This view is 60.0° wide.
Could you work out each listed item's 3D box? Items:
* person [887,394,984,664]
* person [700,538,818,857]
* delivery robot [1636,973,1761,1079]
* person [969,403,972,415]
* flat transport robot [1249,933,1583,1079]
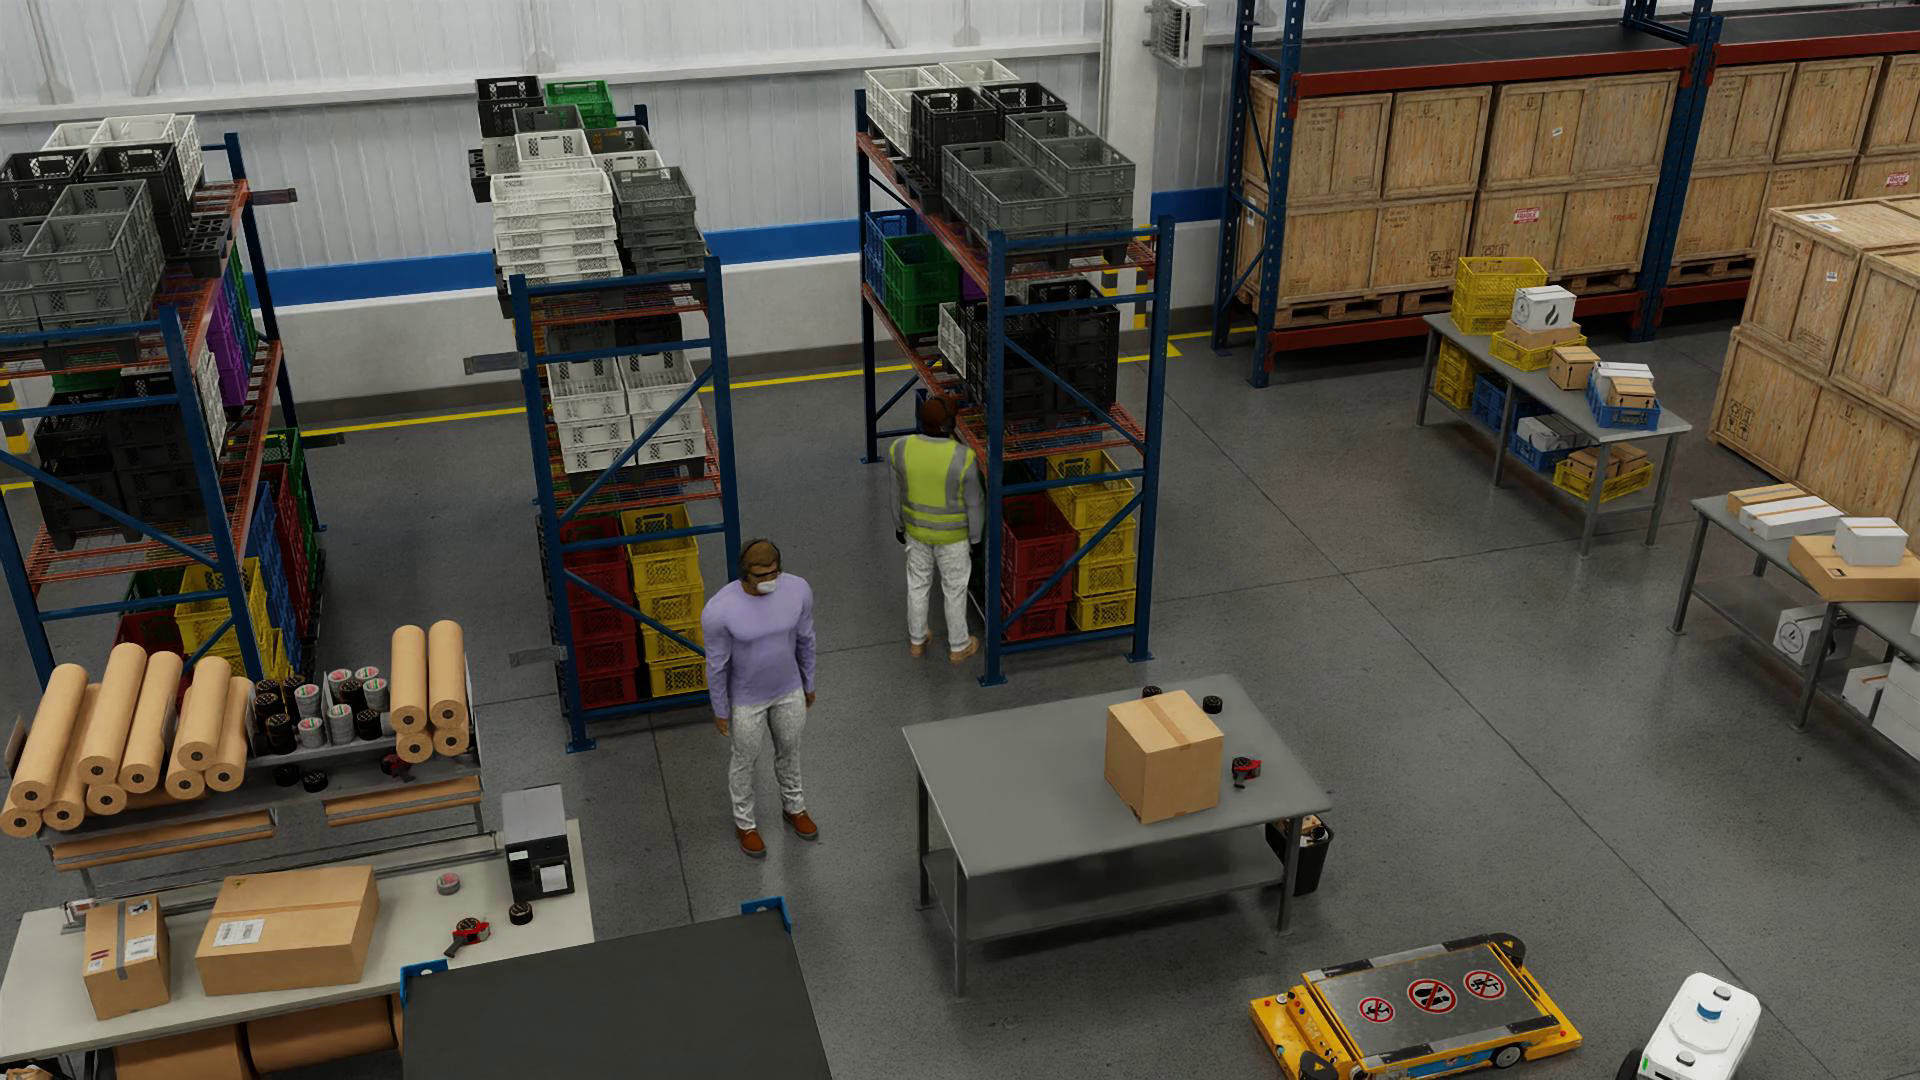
[{"bbox_3d":[-0.136,-0.068,10.640,0.626,1.840,0.430,11,31,19],"label":"person"},{"bbox_3d":[-1.052,0.824,8.926,0.630,1.932,0.363,-16,33,-26],"label":"person"},{"bbox_3d":[3.374,2.288,7.583,0.477,0.478,0.707,21,35,33],"label":"delivery robot"},{"bbox_3d":[0.142,-1.748,13.650,0.352,1.884,0.580,-3,29,-6],"label":"person"},{"bbox_3d":[2.184,2.282,7.980,1.431,0.197,0.652,-8,30,-14],"label":"flat transport robot"}]
